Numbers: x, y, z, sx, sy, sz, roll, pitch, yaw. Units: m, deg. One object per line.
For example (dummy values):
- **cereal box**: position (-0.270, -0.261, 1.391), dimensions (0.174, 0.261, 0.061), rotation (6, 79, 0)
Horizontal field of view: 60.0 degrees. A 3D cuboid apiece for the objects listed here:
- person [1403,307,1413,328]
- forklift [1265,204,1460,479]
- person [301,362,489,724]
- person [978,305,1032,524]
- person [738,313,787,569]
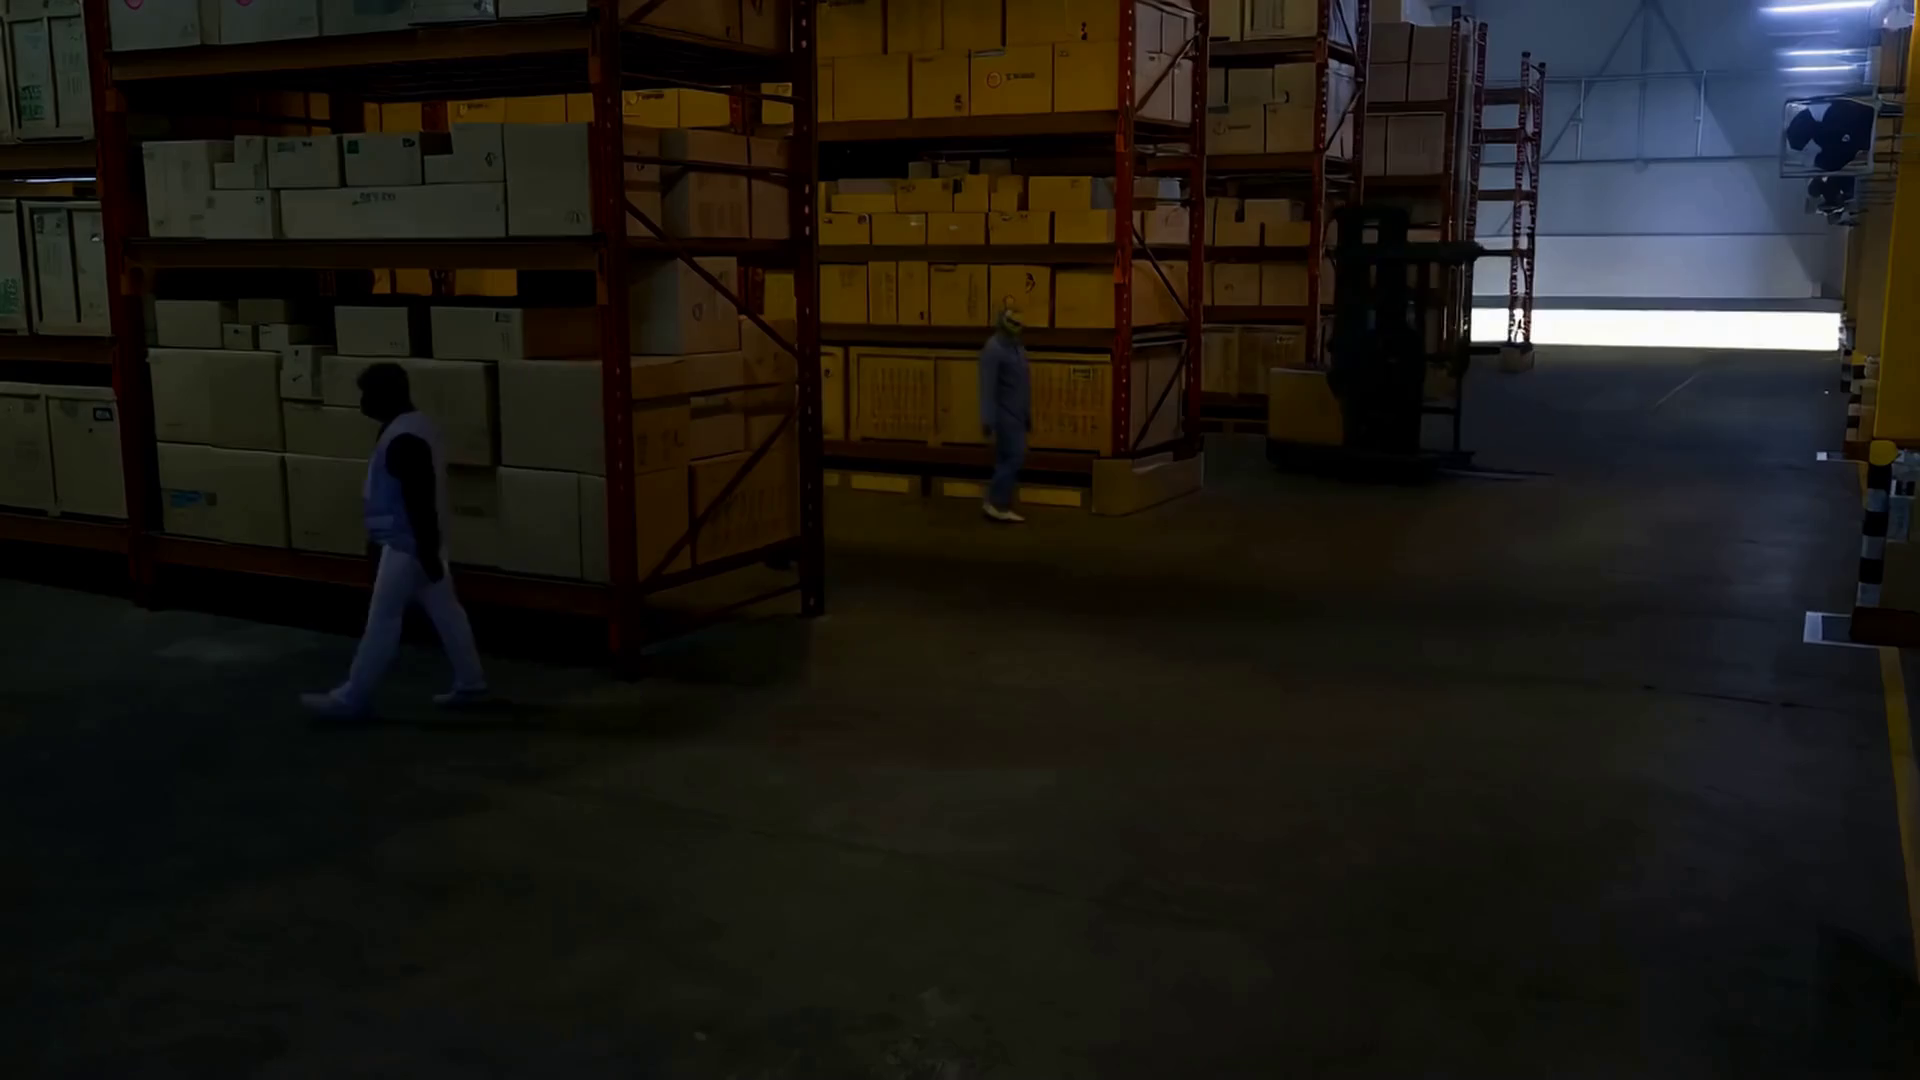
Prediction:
- **person**: position (5.153, -1.896, 19.623), dimensions (0.492, 1.708, 0.865), rotation (5, 11, 26)
- **forklift**: position (4.325, -2.154, 17.715), dimensions (1.129, 2.768, 1.873), rotation (-8, 13, -40)
- **person**: position (-2.844, 0.012, 8.343), dimensions (0.932, 1.791, 0.630), rotation (-3, 10, -16)
- **person**: position (0.430, -1.069, 14.306), dimensions (0.431, 1.892, 0.646), rotation (4, 10, 21)
- **person**: position (-1.584, -0.749, 12.475), dimensions (0.591, 1.881, 0.914), rotation (-9, 14, -43)
